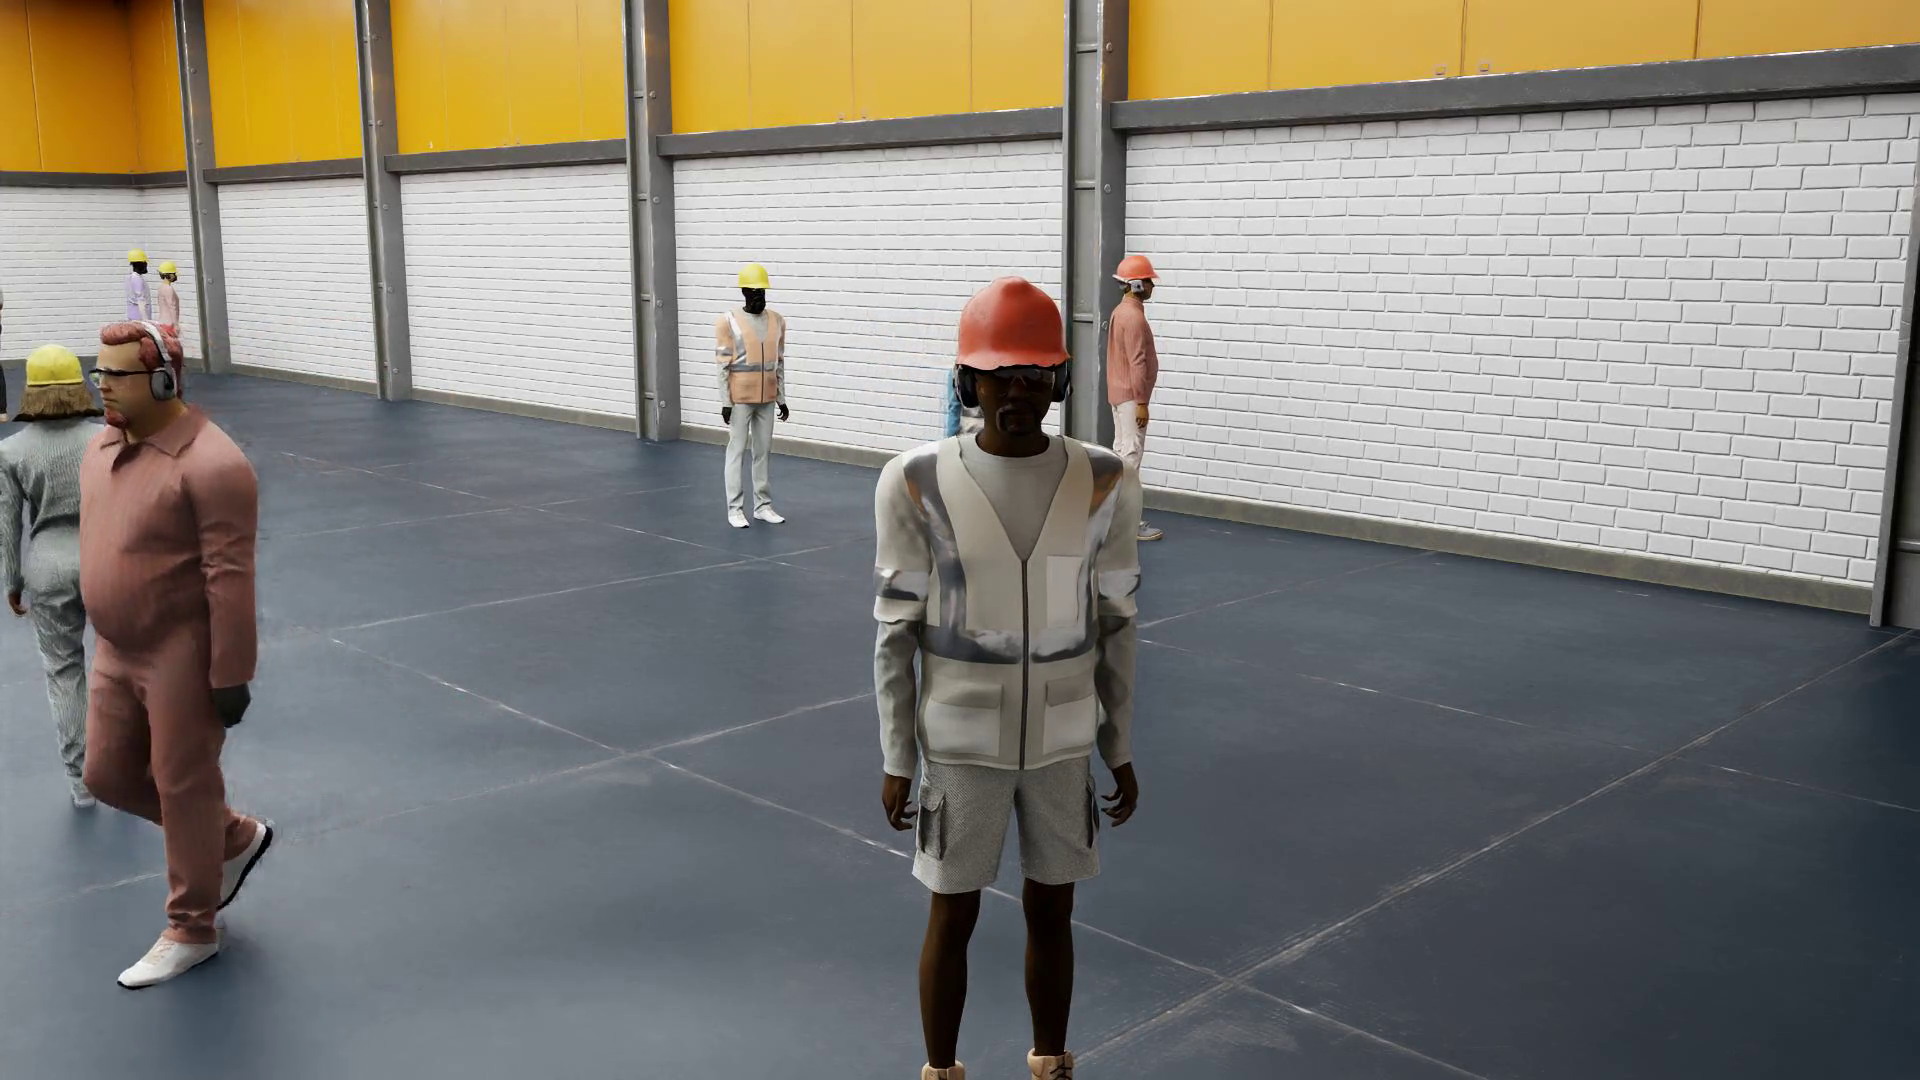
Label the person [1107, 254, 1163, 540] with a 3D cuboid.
[{"bbox_3d":[1.221,-1.004,11.737,0.375,1.997,0.609,-1,10,-7],"label":"person"}]

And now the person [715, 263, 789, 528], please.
[{"bbox_3d":[-1.511,-1.060,12.231,0.588,1.928,0.383,-8,13,-38],"label":"person"}]

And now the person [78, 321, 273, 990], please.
[{"bbox_3d":[-2.279,0.314,4.822,0.663,1.894,0.517,6,12,30],"label":"person"}]

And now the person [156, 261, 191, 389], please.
[{"bbox_3d":[-10.971,-2.978,23.133,0.320,1.769,0.523,-9,14,-40],"label":"person"}]

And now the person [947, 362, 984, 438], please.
[{"bbox_3d":[0.074,-0.627,10.733,0.740,1.616,0.522,9,14,40],"label":"person"}]

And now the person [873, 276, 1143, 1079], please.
[{"bbox_3d":[0.116,0.445,3.713,0.607,2.044,0.379,-2,11,-11],"label":"person"}]

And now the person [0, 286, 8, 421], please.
[{"bbox_3d":[-11.198,-2.330,18.848,0.536,2.000,0.684,2,11,11],"label":"person"}]

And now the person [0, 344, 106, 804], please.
[{"bbox_3d":[-3.333,0.130,6.279,0.515,1.724,0.427,-4,11,-22],"label":"person"}]

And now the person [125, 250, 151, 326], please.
[{"bbox_3d":[-11.691,-3.168,23.768,0.429,1.927,0.603,-8,13,-37],"label":"person"}]
